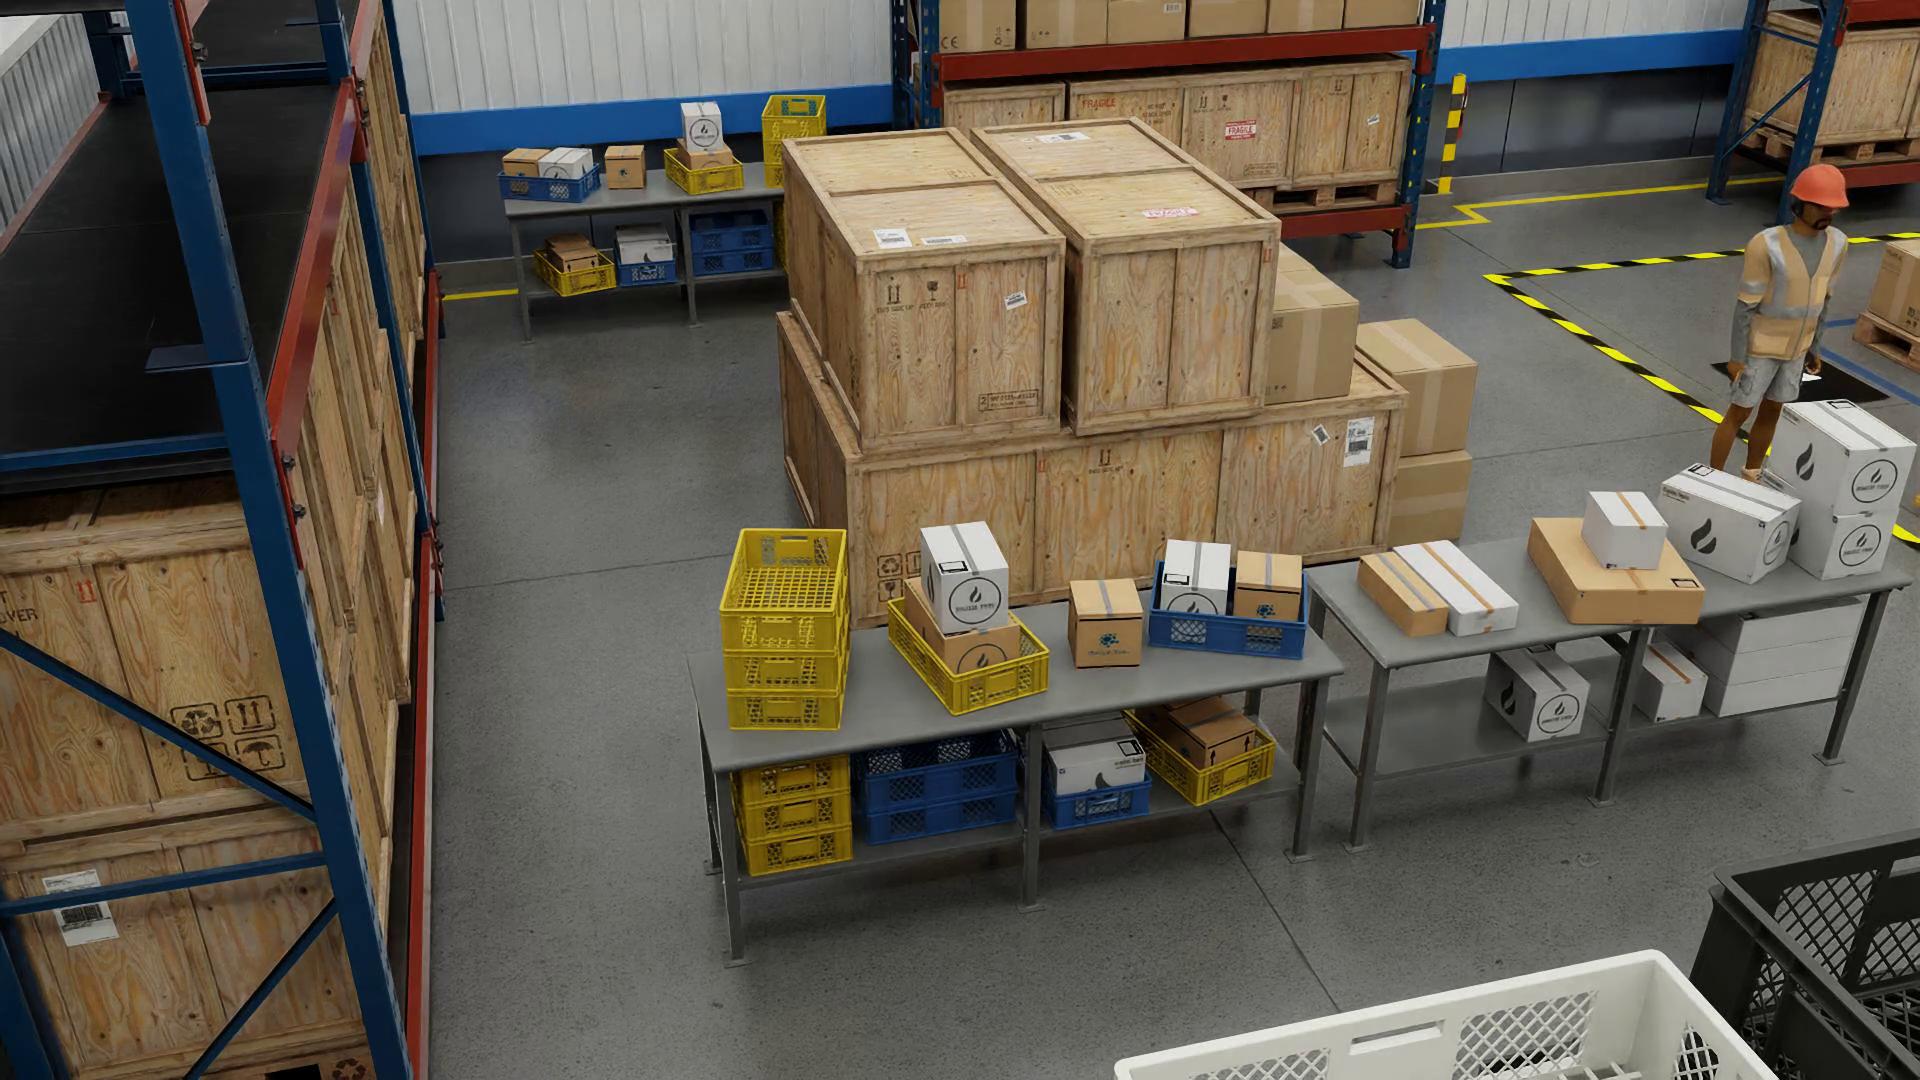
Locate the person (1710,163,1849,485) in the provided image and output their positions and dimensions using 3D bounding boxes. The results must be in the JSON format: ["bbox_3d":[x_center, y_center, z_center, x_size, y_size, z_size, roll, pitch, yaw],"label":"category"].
[{"bbox_3d":[4.547,-1.080,9.238,0.606,2.047,0.365,-8,30,-14],"label":"person"}]

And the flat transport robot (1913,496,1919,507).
[{"bbox_3d":[6.293,-0.215,9.479,1.431,0.197,0.652,-7,30,-12],"label":"flat transport robot"}]
